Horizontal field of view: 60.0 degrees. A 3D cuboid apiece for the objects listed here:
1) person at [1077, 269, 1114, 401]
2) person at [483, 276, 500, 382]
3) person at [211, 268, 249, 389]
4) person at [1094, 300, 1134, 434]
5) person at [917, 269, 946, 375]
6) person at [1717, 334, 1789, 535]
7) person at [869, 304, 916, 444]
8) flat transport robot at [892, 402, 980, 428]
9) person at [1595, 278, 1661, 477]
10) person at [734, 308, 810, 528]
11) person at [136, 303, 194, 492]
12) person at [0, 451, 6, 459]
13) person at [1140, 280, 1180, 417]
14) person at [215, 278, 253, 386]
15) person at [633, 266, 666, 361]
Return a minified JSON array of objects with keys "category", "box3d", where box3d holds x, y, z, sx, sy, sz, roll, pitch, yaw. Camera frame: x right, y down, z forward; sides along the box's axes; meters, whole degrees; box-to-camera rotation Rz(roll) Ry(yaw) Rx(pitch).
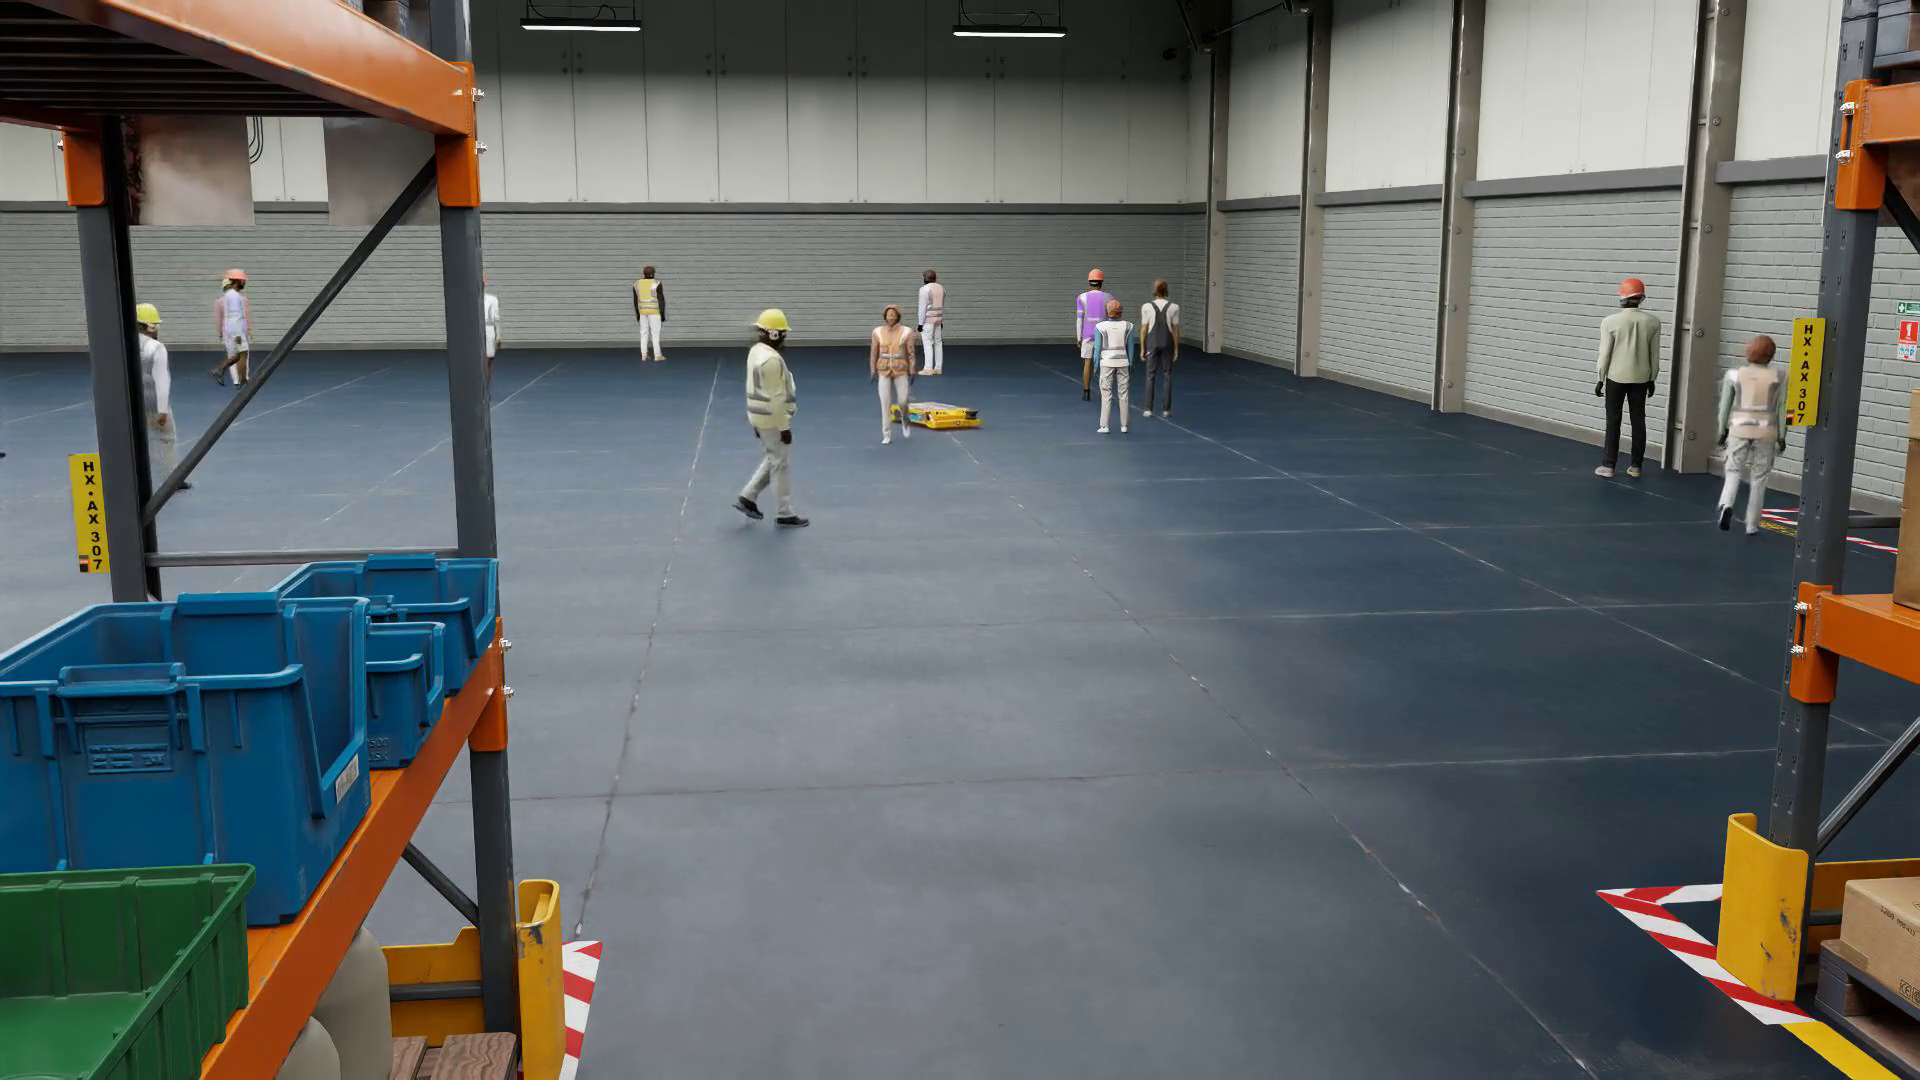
[{"category":"person","box3d":[1.987,-3.006,24.440,0.550,1.933,0.373,1,10,6]},{"category":"person","box3d":[-7.072,-2.986,24.481,0.570,1.881,1.012,-2,10,-10]},{"category":"person","box3d":[-11.381,-3.286,26.023,0.595,1.916,0.559,-5,12,-26]},{"category":"person","box3d":[1.883,-2.112,20.352,0.511,1.641,0.309,-2,10,-9]},{"category":"person","box3d":[-0.524,-3.805,29.080,0.429,1.841,0.634,9,13,39]},{"category":"person","box3d":[6.347,-0.826,13.333,0.519,1.630,0.484,7,12,32]},{"category":"person","box3d":[-0.786,-1.937,19.426,0.538,1.629,0.468,1,10,7]},{"category":"flat transport robot","box3d":[-0.373,-1.621,21.413,0.652,0.197,1.431,-6,12,-29]},{"category":"person","box3d":[6.692,-1.624,16.691,0.620,1.997,0.372,0,10,0]},{"category":"person","box3d":[-1.550,-0.996,13.738,0.506,1.826,0.600,-3,11,-17]},{"category":"person","box3d":[-7.571,-1.286,15.390,0.588,1.803,0.863,3,11,16]},{"category":"person","box3d":[-10.741,-1.711,17.493,1.011,1.886,0.566,-7,12,-34]},{"category":"person","box3d":[2.676,-2.554,22.274,0.519,1.826,0.383,1,10,4]},{"category":"person","box3d":[-11.826,-3.400,27.120,0.536,1.736,0.704,-4,11,-19]},{"category":"person","box3d":[-6.028,-4.412,32.406,0.633,1.841,0.429,3,11,17]}]
